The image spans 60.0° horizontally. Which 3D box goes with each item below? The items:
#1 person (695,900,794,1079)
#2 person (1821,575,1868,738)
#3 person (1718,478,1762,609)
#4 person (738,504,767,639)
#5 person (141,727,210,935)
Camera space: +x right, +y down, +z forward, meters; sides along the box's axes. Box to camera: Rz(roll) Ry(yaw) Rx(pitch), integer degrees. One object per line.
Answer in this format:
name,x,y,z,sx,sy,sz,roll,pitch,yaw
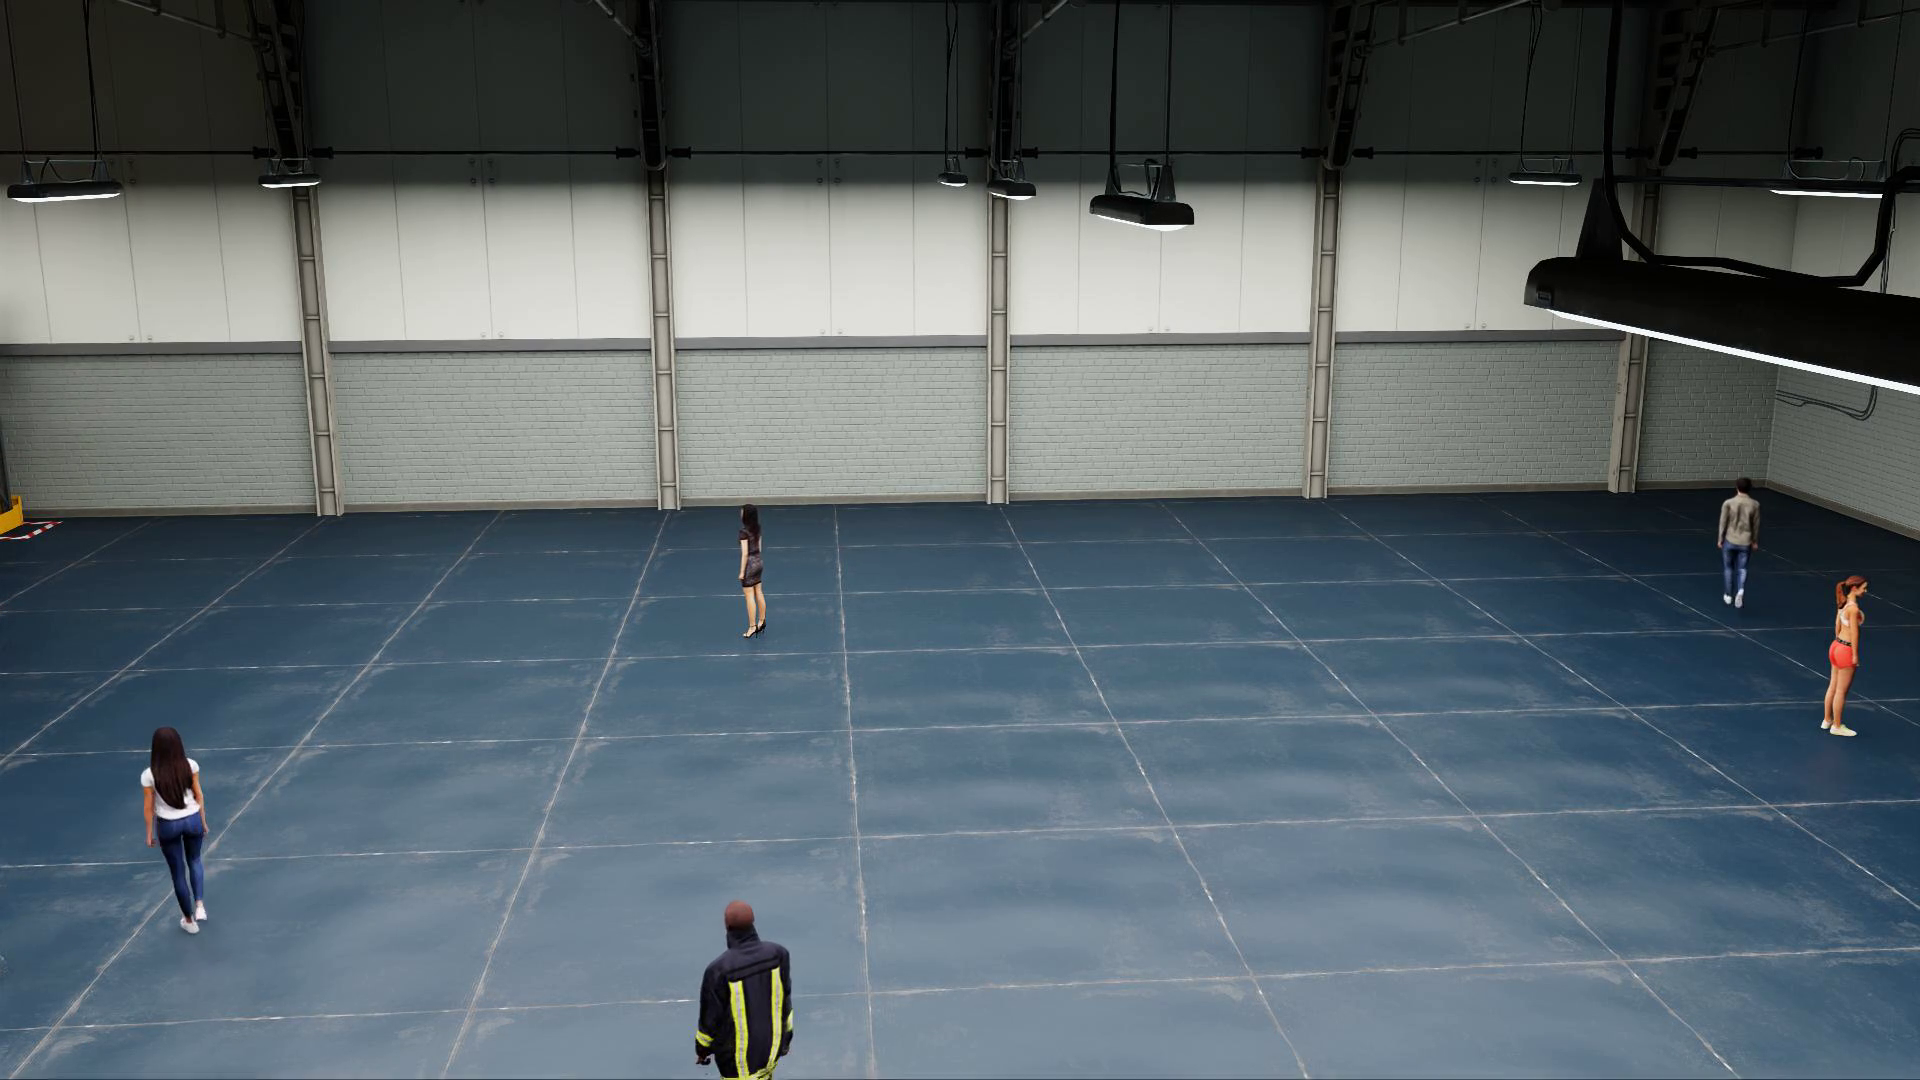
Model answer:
person,-1.280,3.115,10.310,1.095,1.801,1.098,-9,16,-33
person,9.756,1.258,18.354,0.594,1.789,0.616,1,13,6
person,10.953,0.058,23.406,1.046,1.849,0.991,4,14,16
person,-2.769,0.398,22.064,0.667,1.791,0.675,6,14,24
person,-6.327,2.385,13.539,0.705,1.766,0.787,-10,17,-38
